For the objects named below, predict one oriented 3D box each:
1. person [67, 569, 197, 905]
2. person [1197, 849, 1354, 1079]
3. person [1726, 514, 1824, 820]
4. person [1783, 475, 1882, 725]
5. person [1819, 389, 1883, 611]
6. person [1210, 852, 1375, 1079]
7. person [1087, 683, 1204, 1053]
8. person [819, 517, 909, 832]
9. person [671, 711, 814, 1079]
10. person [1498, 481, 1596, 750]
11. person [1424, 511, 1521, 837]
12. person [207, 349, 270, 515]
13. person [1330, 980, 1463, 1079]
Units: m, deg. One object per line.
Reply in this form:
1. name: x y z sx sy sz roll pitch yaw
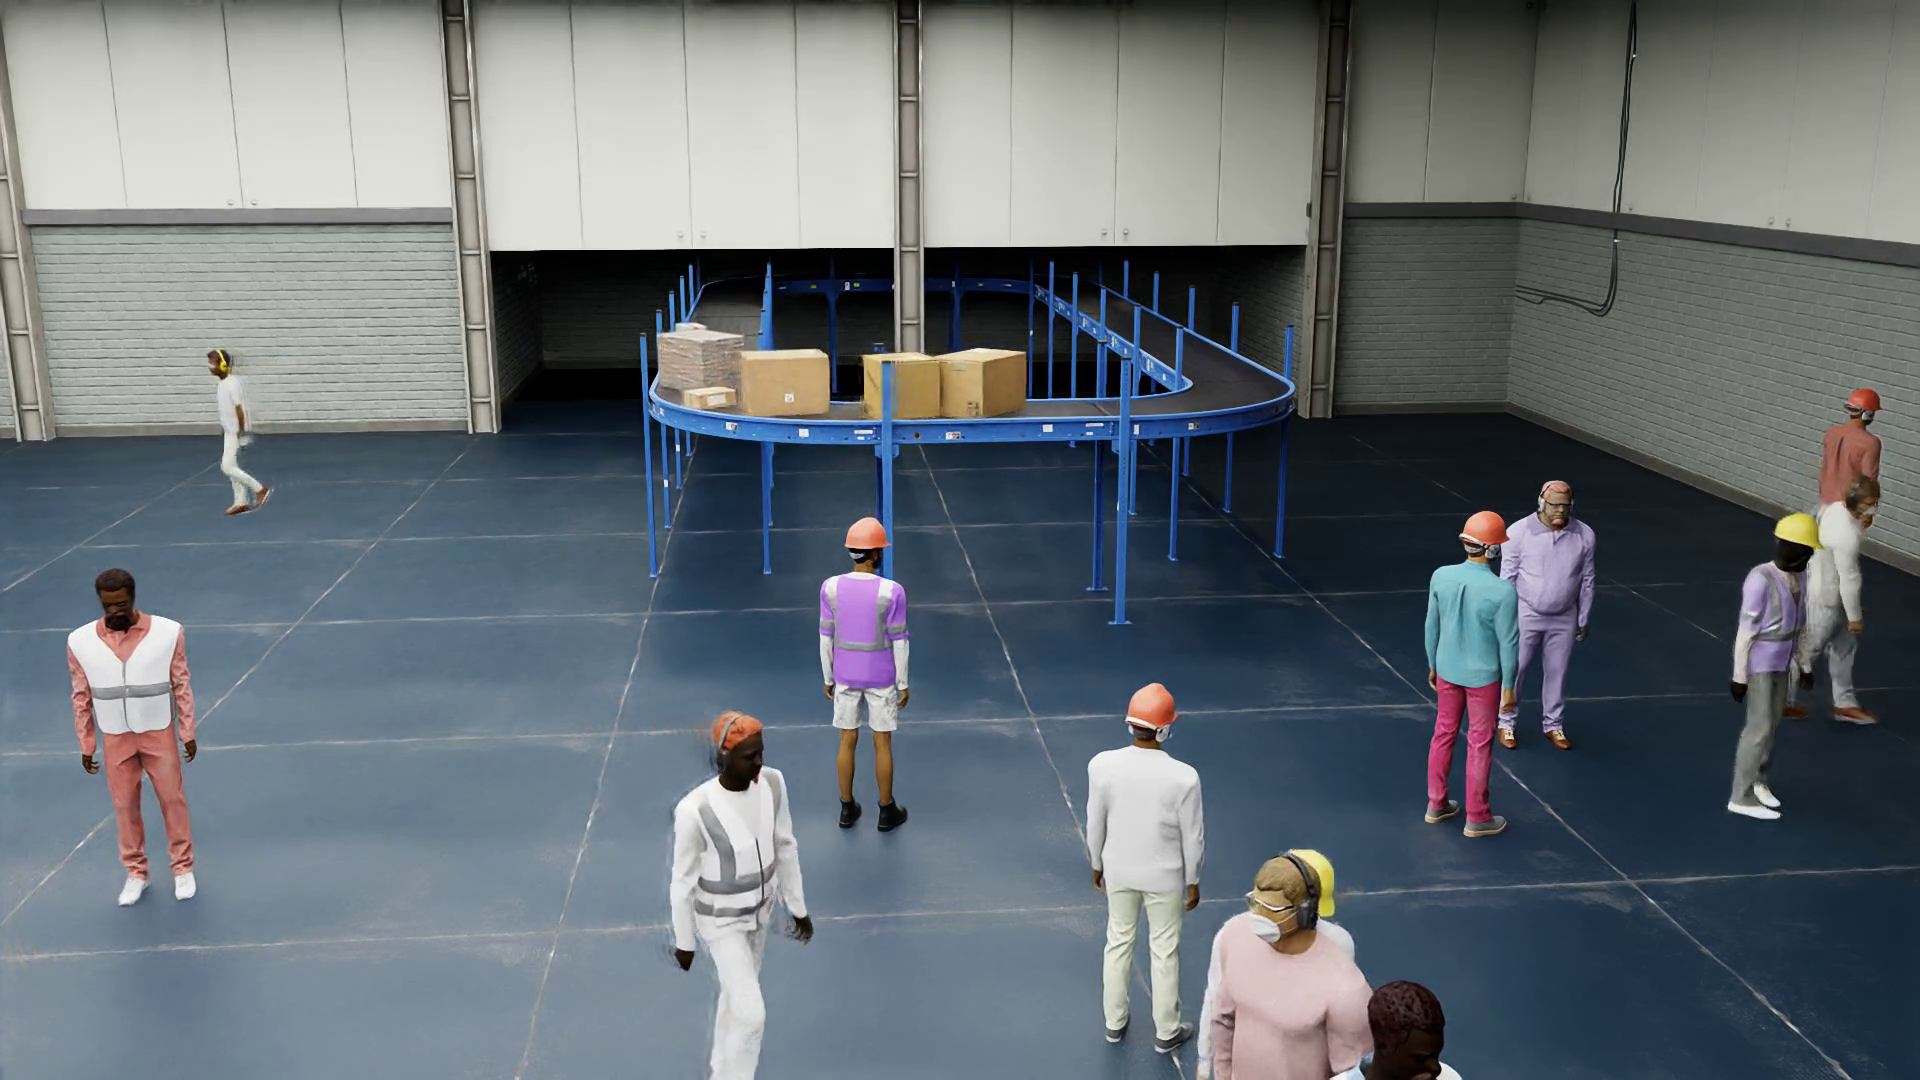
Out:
1. person: -4.534 1.067 9.164 0.597 1.908 0.409 -5 15 -18
2. person: 1.152 1.902 6.156 0.562 1.741 0.498 0 14 1
3. person: 5.068 0.761 10.379 0.600 1.912 0.413 -11 18 -38
4. person: 6.219 0.437 11.741 0.786 1.880 0.705 7 16 27
5. person: 7.832 -0.349 14.668 0.406 1.985 0.619 -4 14 -14
6. person: 1.079 1.946 5.577 0.377 1.940 0.629 -11 18 -36
7. person: 0.865 1.508 7.700 0.561 1.753 0.332 7 16 26
8. person: -0.567 0.816 10.105 0.550 1.933 0.370 4 14 14
9. person: -0.880 1.621 7.020 0.652 1.861 0.580 9 17 33
10. person: 4.002 0.519 11.380 0.641 1.899 0.394 0 14 2
11. person: 3.093 0.801 10.042 0.381 1.993 0.622 -11 18 -37
12. person: -7.974 -1.176 18.243 0.450 1.849 0.563 -11 18 -37
13. person: 1.196 2.141 4.863 0.593 1.911 0.385 -7 16 -27
